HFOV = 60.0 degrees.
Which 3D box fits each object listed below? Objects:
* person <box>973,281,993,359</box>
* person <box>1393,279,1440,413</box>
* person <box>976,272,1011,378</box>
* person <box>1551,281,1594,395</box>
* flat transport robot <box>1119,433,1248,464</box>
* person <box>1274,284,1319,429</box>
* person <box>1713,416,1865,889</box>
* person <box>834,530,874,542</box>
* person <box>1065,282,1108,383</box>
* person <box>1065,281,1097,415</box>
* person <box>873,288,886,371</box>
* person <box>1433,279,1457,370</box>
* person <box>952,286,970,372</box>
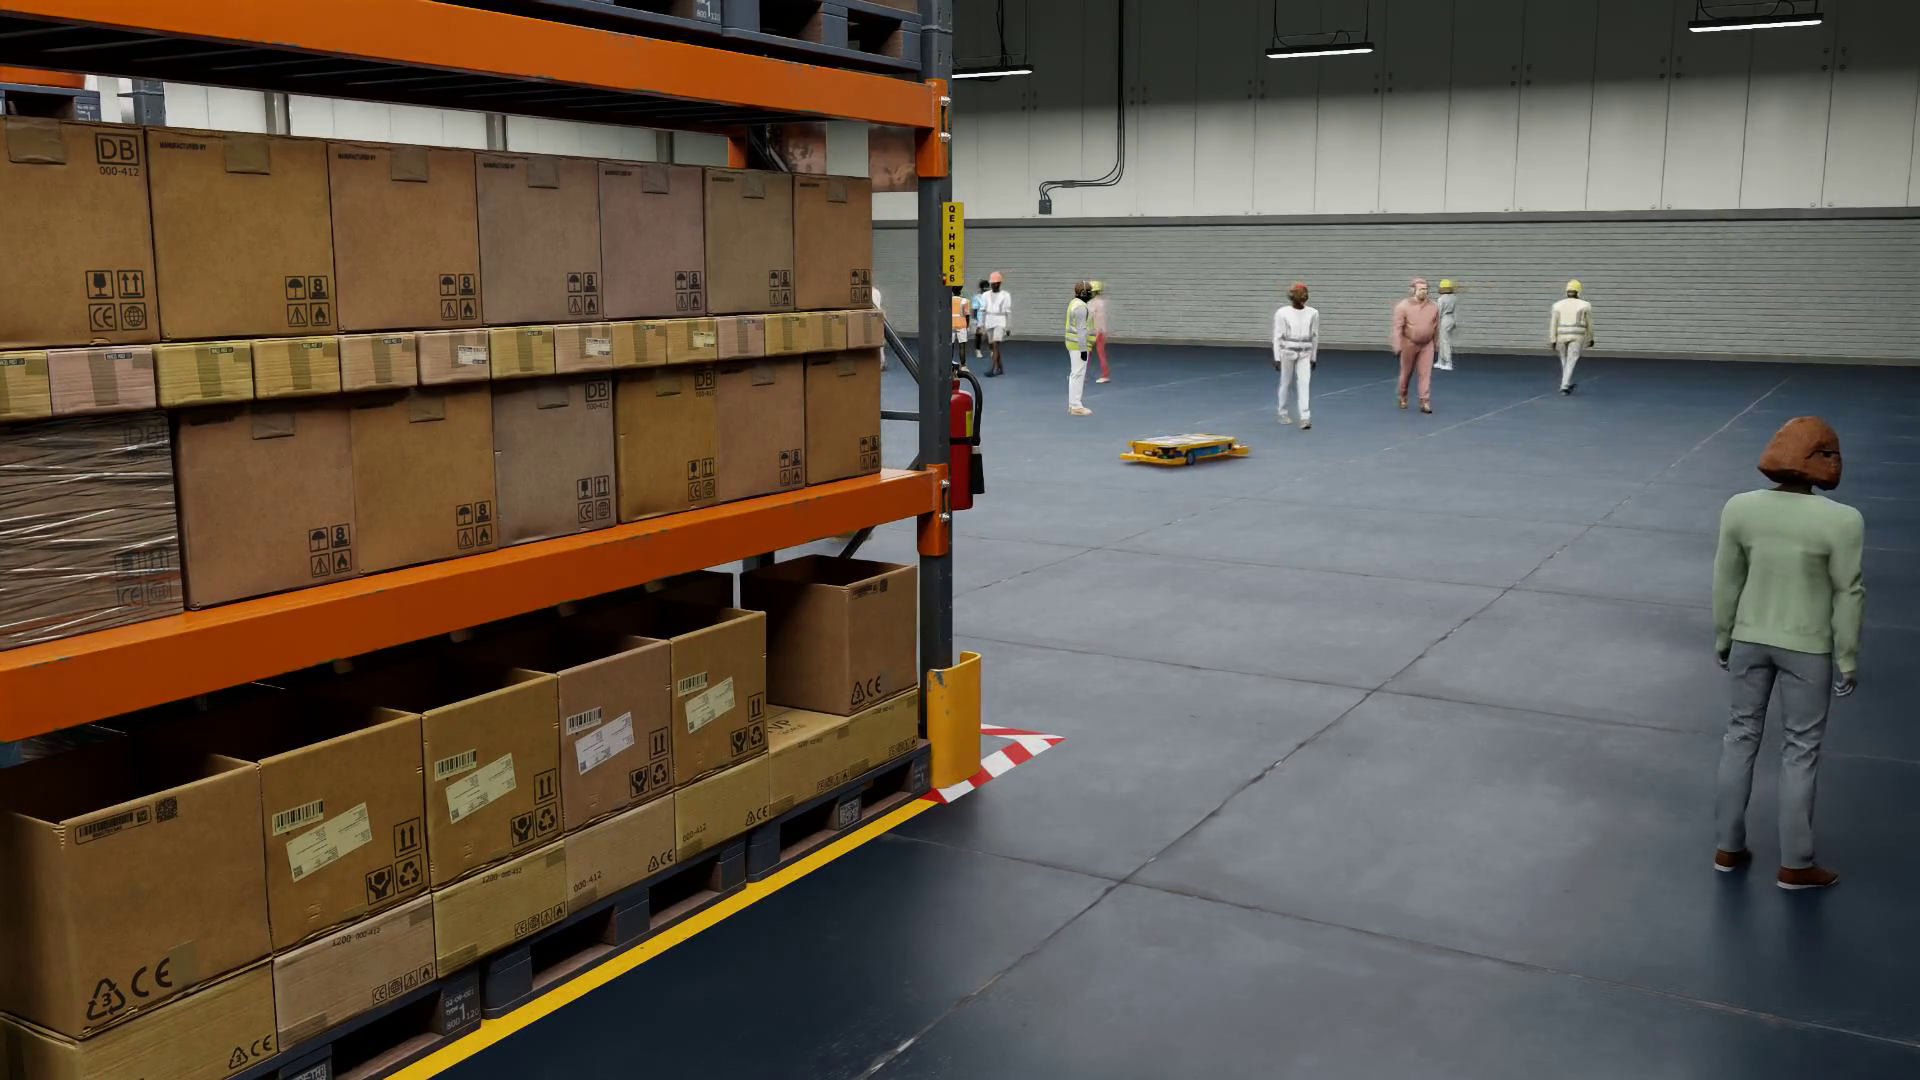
[{"bbox_3d":[0.538,-4.670,35.305,0.550,1.641,0.882,-4,10,-21],"label":"person"},{"bbox_3d":[6.420,-2.744,23.437,0.657,1.865,0.979,0,10,-2],"label":"person"},{"bbox_3d":[0.647,-3.900,30.155,0.563,1.894,1.013,5,11,25],"label":"person"},{"bbox_3d":[9.677,-3.188,26.244,0.588,1.778,0.937,8,13,40],"label":"person"},{"bbox_3d":[2.399,-0.981,17.758,0.652,0.197,1.431,9,13,43],"label":"flat transport robot"},{"bbox_3d":[4.271,-2.338,21.158,0.589,1.832,1.014,-1,10,-4],"label":"person"},{"bbox_3d":[2.864,0.385,5.779,0.280,1.631,0.504,-7,12,-36],"label":"person"},{"bbox_3d":[-1.115,-0.939,12.559,0.841,1.967,0.614,-4,11,-24],"label":"person"},{"bbox_3d":[2.204,-3.529,28.379,0.840,1.726,0.557,-5,11,-26],"label":"person"},{"bbox_3d":[1.664,-2.634,22.889,0.430,1.838,0.632,0,10,-2],"label":"person"},{"bbox_3d":[-1.736,-4.050,31.140,0.645,1.852,1.034,6,11,31],"label":"person"},{"bbox_3d":[9.298,-4.157,32.107,0.513,1.715,0.728,-7,12,-35],"label":"person"},{"bbox_3d":[-0.065,-3.950,30.971,0.536,1.696,0.321,3,10,18],"label":"person"}]
